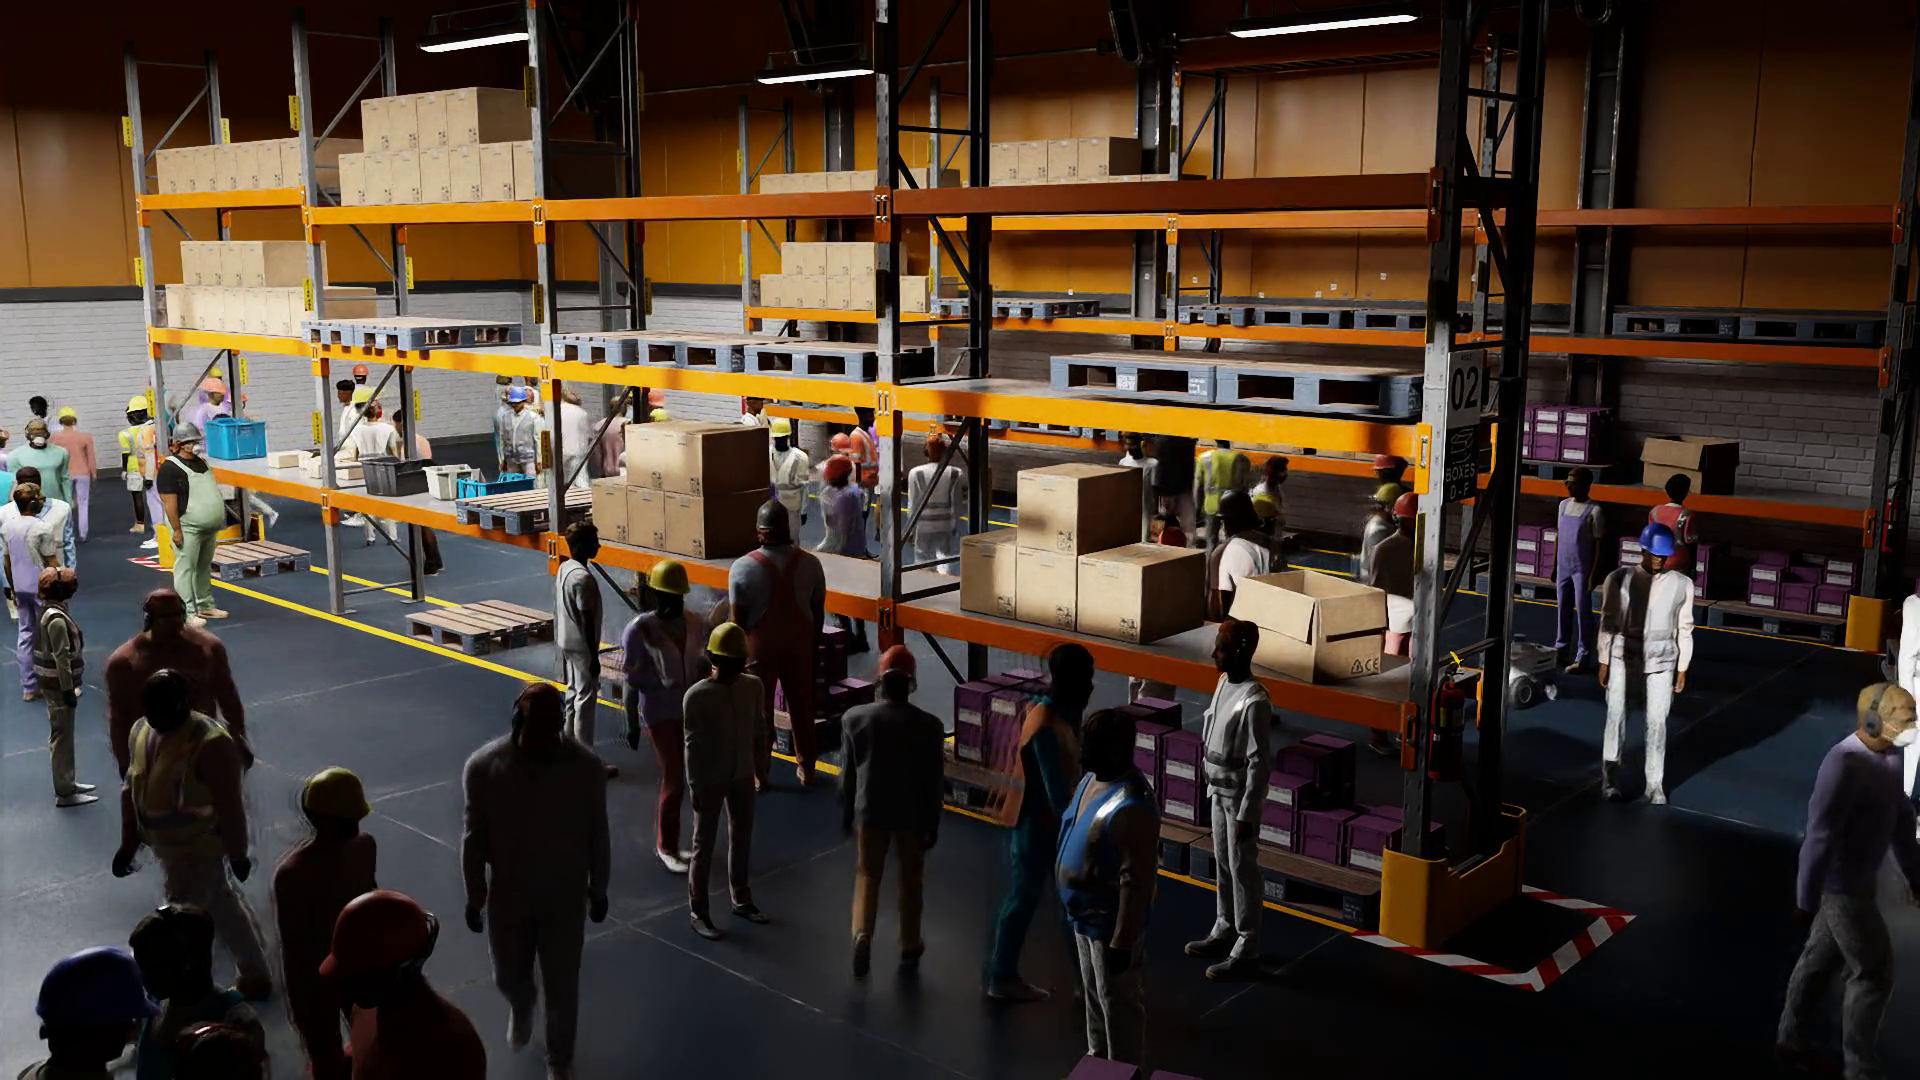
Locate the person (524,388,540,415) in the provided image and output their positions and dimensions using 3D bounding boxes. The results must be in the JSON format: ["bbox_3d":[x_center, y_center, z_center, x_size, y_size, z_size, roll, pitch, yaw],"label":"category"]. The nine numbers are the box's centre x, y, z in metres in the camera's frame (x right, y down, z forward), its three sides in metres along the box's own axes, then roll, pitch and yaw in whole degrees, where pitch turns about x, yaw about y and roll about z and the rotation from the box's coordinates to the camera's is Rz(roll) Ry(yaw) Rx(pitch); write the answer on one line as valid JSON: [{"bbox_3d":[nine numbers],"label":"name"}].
[{"bbox_3d":[-6.531,-1.486,25.227,0.306,1.640,0.522,3,10,16],"label":"person"}]

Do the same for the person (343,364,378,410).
[{"bbox_3d":[-9.381,-1.797,26.145,0.553,1.935,0.365,-1,10,-6],"label":"person"}]

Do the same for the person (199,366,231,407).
[{"bbox_3d":[-11.502,-1.733,25.851,0.401,1.919,0.588,10,14,44],"label":"person"}]

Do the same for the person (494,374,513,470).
[{"bbox_3d":[-7.674,-2.052,28.134,0.294,1.744,0.486,2,10,9],"label":"person"}]

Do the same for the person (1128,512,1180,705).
[{"bbox_3d":[1.470,0.705,12.314,0.429,1.832,0.631,-9,13,-41],"label":"person"}]

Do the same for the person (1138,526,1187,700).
[{"bbox_3d":[1.519,0.756,12.252,0.337,1.742,0.561,8,13,40],"label":"person"}]

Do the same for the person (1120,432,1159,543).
[{"bbox_3d":[1.897,-0.259,17.690,0.530,1.855,0.322,8,13,38],"label":"person"}]

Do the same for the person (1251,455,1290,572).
[{"bbox_3d":[2.943,0.105,15.719,0.527,1.826,0.567,6,12,33],"label":"person"}]

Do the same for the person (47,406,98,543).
[{"bbox_3d":[-11.273,-0.822,21.155,0.536,1.756,0.350,-5,11,-28],"label":"person"}]

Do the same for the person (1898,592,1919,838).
[{"bbox_3d":[6.269,0.968,10.665,0.573,1.883,0.353,-3,10,-14],"label":"person"}]

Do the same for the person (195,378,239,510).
[{"bbox_3d":[-10.080,-1.222,22.747,1.031,1.982,0.613,2,10,9],"label":"person"}]

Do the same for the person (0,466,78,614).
[{"bbox_3d":[-7.964,0.300,14.388,0.593,1.909,0.410,-6,12,-30],"label":"person"}]

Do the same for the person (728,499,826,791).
[{"bbox_3d":[-1.298,0.721,11.613,0.684,2.000,0.535,-4,11,-21],"label":"person"}]

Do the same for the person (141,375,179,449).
[{"bbox_3d":[-12.648,-1.779,26.360,0.527,1.821,0.706,-2,10,-14],"label":"person"}]

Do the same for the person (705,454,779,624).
[{"bbox_3d":[-2.030,-0.026,15.839,0.921,2.000,0.674,2,10,12],"label":"person"}]

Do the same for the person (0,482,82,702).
[{"bbox_3d":[-7.634,0.439,13.760,0.504,1.847,0.345,2,10,13],"label":"person"}]

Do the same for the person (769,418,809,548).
[{"bbox_3d":[-1.930,-0.378,18.184,0.589,1.921,0.391,3,11,18],"label":"person"}]

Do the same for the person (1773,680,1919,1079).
[{"bbox_3d":[4.015,1.548,7.319,0.790,1.908,0.658,9,13,42],"label":"person"}]

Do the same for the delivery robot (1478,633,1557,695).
[{"bbox_3d":[4.646,1.022,13.848,0.707,0.478,0.477,-7,13,-36],"label":"delivery robot"}]

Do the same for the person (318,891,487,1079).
[{"bbox_3d":[-1.583,1.955,4.821,0.623,1.982,0.417,9,13,41],"label":"person"}]

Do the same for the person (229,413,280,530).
[{"bbox_3d":[-9.285,-0.882,21.843,0.501,1.618,0.550,-3,10,-15],"label":"person"}]

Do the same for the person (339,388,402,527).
[{"bbox_3d":[-7.983,-1.099,22.395,0.966,1.868,0.650,-5,11,-26],"label":"person"}]

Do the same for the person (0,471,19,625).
[{"bbox_3d":[-9.609,-0.040,16.489,0.564,1.839,0.390,-6,12,-32],"label":"person"}]

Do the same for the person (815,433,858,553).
[{"bbox_3d":[-1.402,-0.368,18.670,0.684,1.720,0.570,9,14,42],"label":"person"}]

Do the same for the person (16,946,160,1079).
[{"bbox_3d":[-2.300,2.035,4.475,0.397,1.939,0.602,-10,14,-44],"label":"person"}]

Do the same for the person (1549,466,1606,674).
[{"bbox_3d":[5.457,0.261,14.766,0.336,1.845,0.514,-5,11,-27],"label":"person"}]

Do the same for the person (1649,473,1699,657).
[{"bbox_3d":[6.585,0.229,15.355,0.316,1.700,0.541,-5,11,-26],"label":"person"}]

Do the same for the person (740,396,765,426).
[{"bbox_3d":[-2.662,-0.976,21.440,0.378,1.959,0.604,-2,10,-11],"label":"person"}]

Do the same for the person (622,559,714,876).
[{"bbox_3d":[-1.691,1.059,10.081,0.616,1.911,0.594,7,12,35],"label":"person"}]

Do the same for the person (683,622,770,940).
[{"bbox_3d":[-1.266,1.307,9.115,0.523,1.759,0.350,-9,13,-42],"label":"person"}]

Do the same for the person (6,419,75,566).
[{"bbox_3d":[-9.880,-0.343,17.920,0.353,1.936,0.635,9,13,41],"label":"person"}]

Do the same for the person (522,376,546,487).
[{"bbox_3d":[-6.734,-1.747,26.050,0.355,1.877,0.574,-9,14,-42],"label":"person"}]

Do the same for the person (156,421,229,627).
[{"bbox_3d":[-7.634,-0.170,16.652,0.537,2.000,0.682,1,10,8],"label":"person"}]

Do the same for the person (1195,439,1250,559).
[{"bbox_3d":[2.854,-0.346,18.071,0.591,1.897,0.578,0,10,0],"label":"person"}]

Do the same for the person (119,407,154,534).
[{"bbox_3d":[-10.817,-0.934,21.941,0.321,1.697,0.529,6,12,30],"label":"person"}]
